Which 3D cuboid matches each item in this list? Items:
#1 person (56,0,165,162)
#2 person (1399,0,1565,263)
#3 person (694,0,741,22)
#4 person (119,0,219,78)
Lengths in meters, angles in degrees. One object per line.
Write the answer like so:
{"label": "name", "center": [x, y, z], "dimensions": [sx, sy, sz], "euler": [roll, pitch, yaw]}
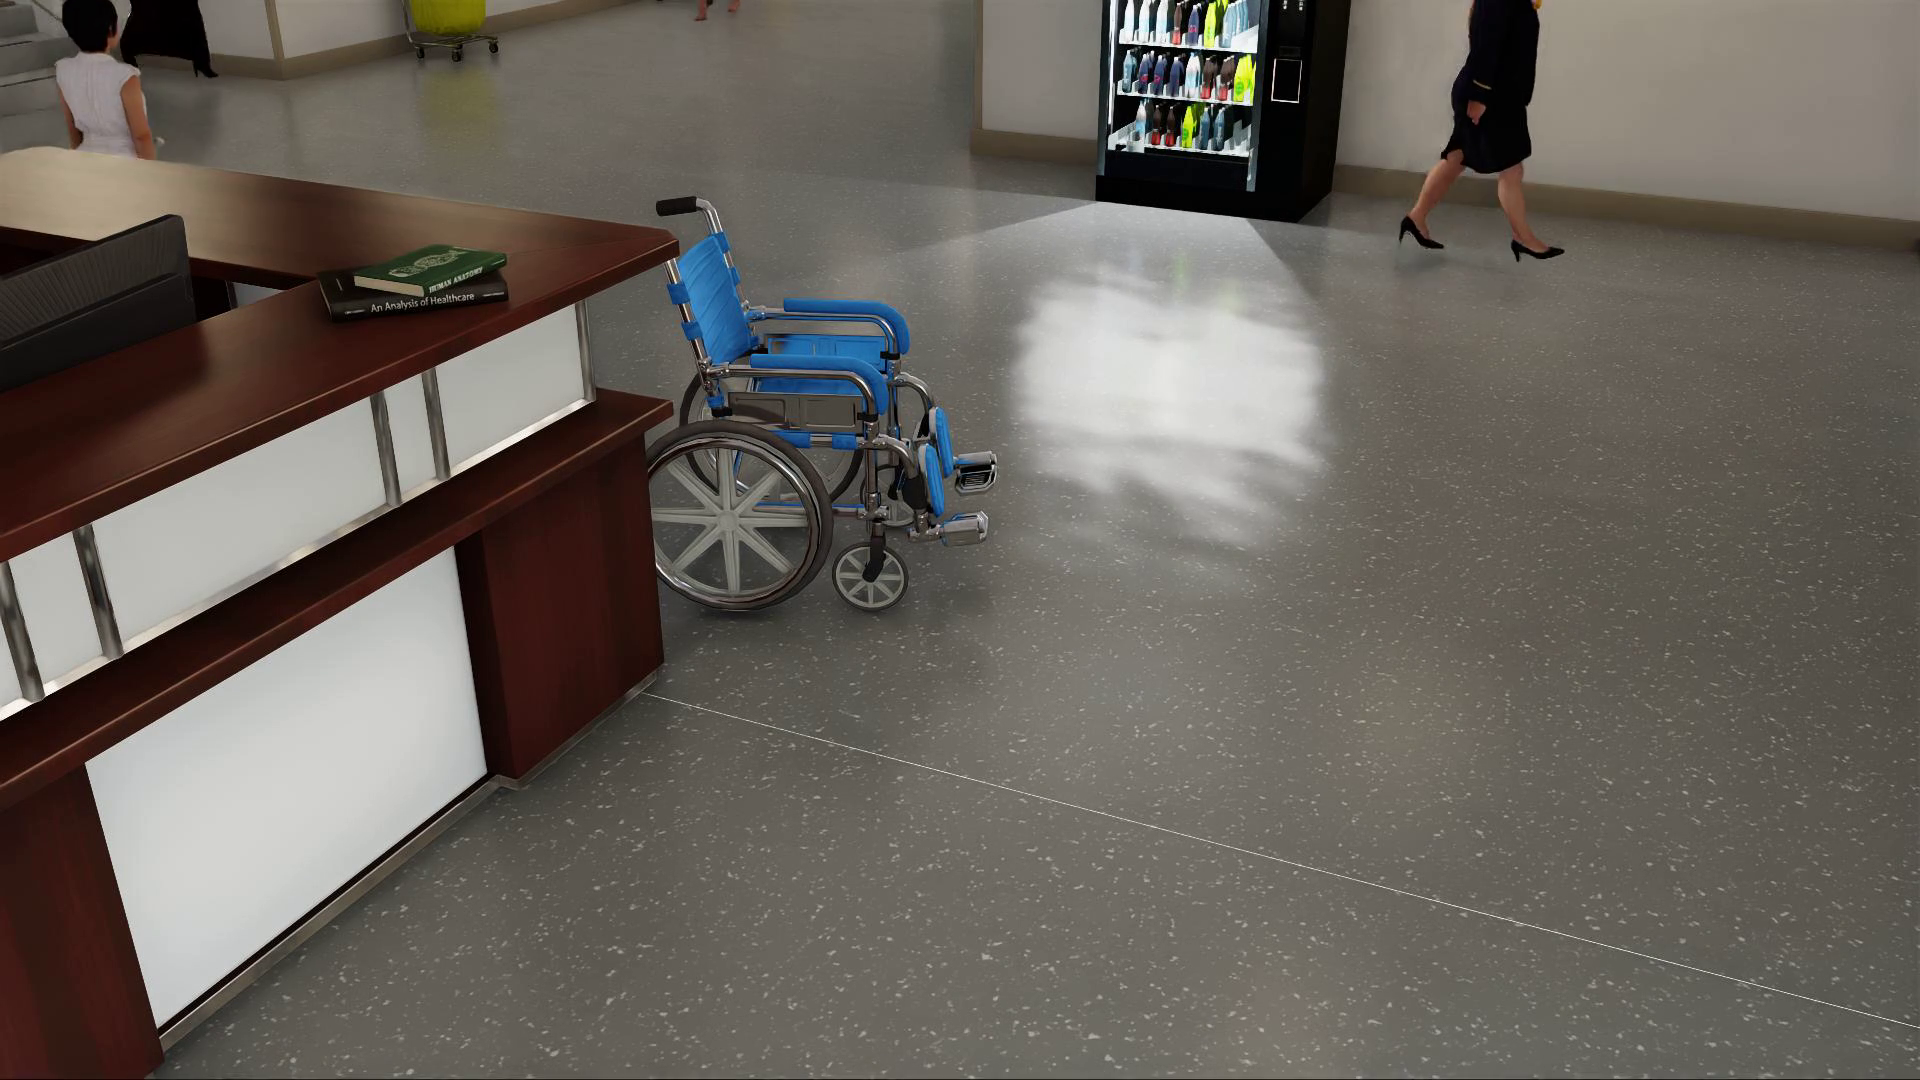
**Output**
{"label": "person", "center": [-3.559, -1.464, 6.953], "dimensions": [0.972, 1.533, 0.846], "euler": [1, 26, 3]}
{"label": "person", "center": [2.578, -2.200, 8.370], "dimensions": [1.055, 1.627, 0.741], "euler": [10, 28, 20]}
{"label": "person", "center": [-2.326, -5.827, 15.844], "dimensions": [1.062, 1.669, 0.764], "euler": [7, 27, 14]}
{"label": "person", "center": [-6.324, -4.444, 12.923], "dimensions": [1.098, 1.714, 0.682], "euler": [11, 28, 22]}
